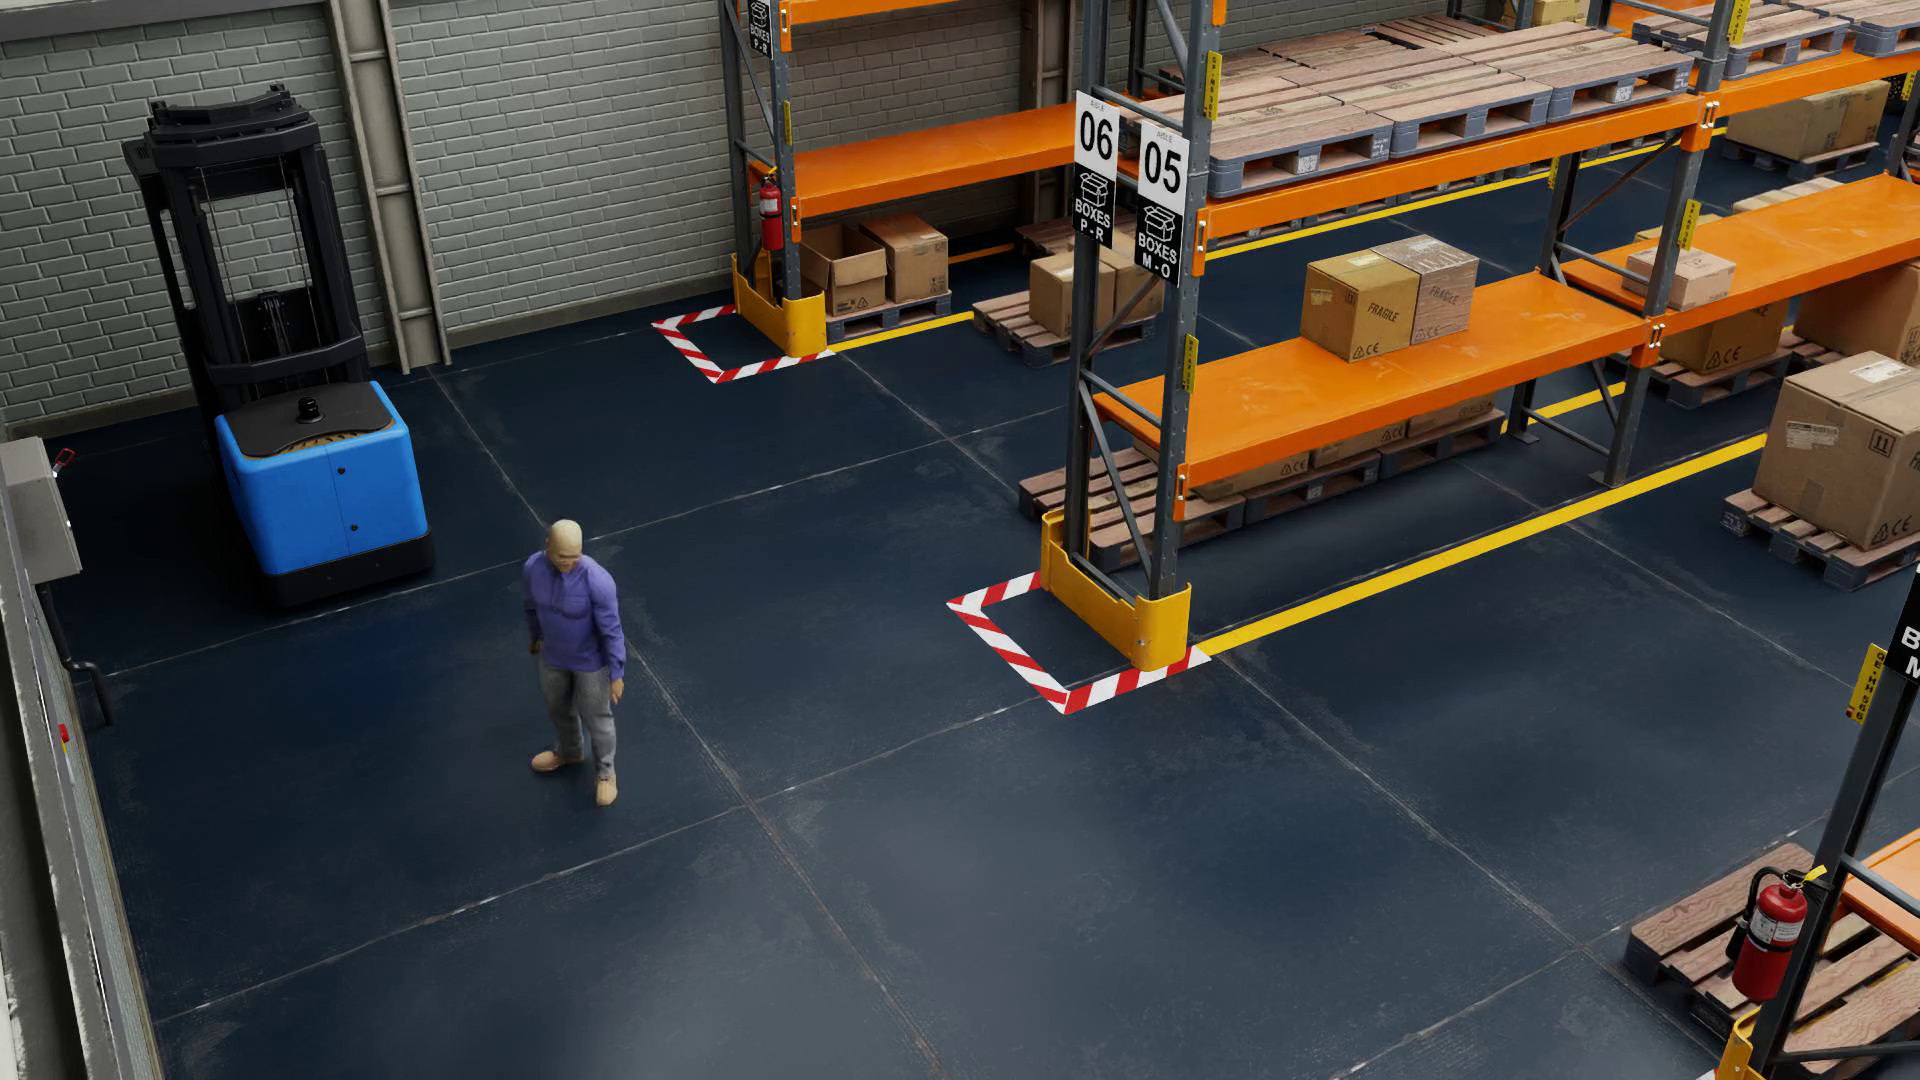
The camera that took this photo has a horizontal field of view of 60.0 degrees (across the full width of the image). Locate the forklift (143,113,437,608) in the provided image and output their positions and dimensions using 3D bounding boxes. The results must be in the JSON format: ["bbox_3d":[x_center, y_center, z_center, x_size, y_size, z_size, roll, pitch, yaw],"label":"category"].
[{"bbox_3d":[-4.289,-1.259,10.509,1.129,2.768,1.873,-17,36,-26],"label":"forklift"}]

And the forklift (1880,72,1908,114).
[{"bbox_3d":[11.468,-5.645,18.244,1.214,2.155,2.313,-17,36,-26],"label":"forklift"}]

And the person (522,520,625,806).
[{"bbox_3d":[-1.980,0.595,8.560,0.688,1.762,0.408,12,34,19],"label":"person"}]
